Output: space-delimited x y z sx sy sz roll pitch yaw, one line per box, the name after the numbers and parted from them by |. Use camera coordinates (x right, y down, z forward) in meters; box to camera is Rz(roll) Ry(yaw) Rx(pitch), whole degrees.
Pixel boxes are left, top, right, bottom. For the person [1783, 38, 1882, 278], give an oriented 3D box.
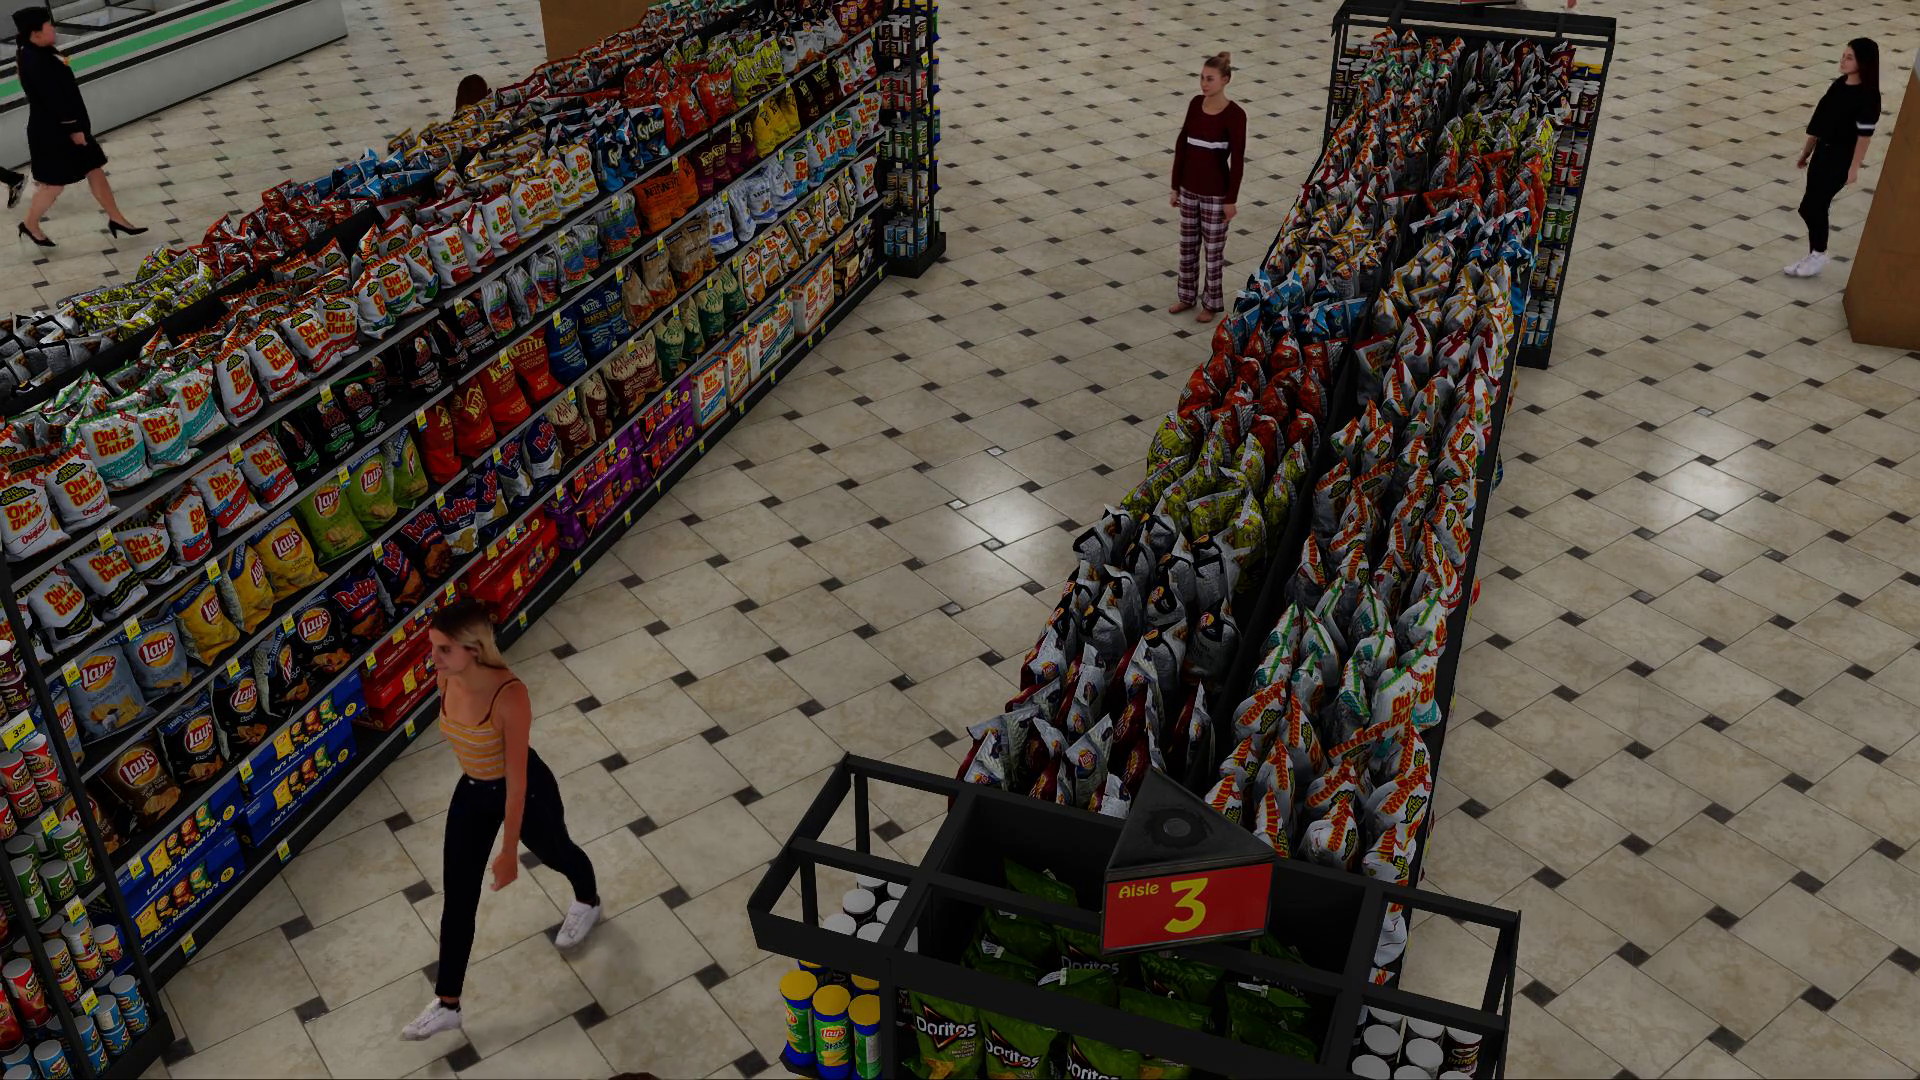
5.862 -2.508 11.021 0.755 1.627 0.648 -2 32 -4 | person

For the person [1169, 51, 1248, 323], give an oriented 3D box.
1.551 -2.209 10.471 0.683 1.699 0.628 24 39 33 | person

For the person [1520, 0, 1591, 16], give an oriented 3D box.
6.113 -6.170 16.868 0.811 1.666 1.092 19 37 28 | person

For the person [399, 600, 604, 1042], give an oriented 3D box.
-1.470 0.866 5.648 0.682 1.574 1.165 15 35 23 | person

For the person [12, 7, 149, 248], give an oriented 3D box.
-6.281 -2.775 11.440 1.110 1.637 1.117 -8 33 -13 | person
